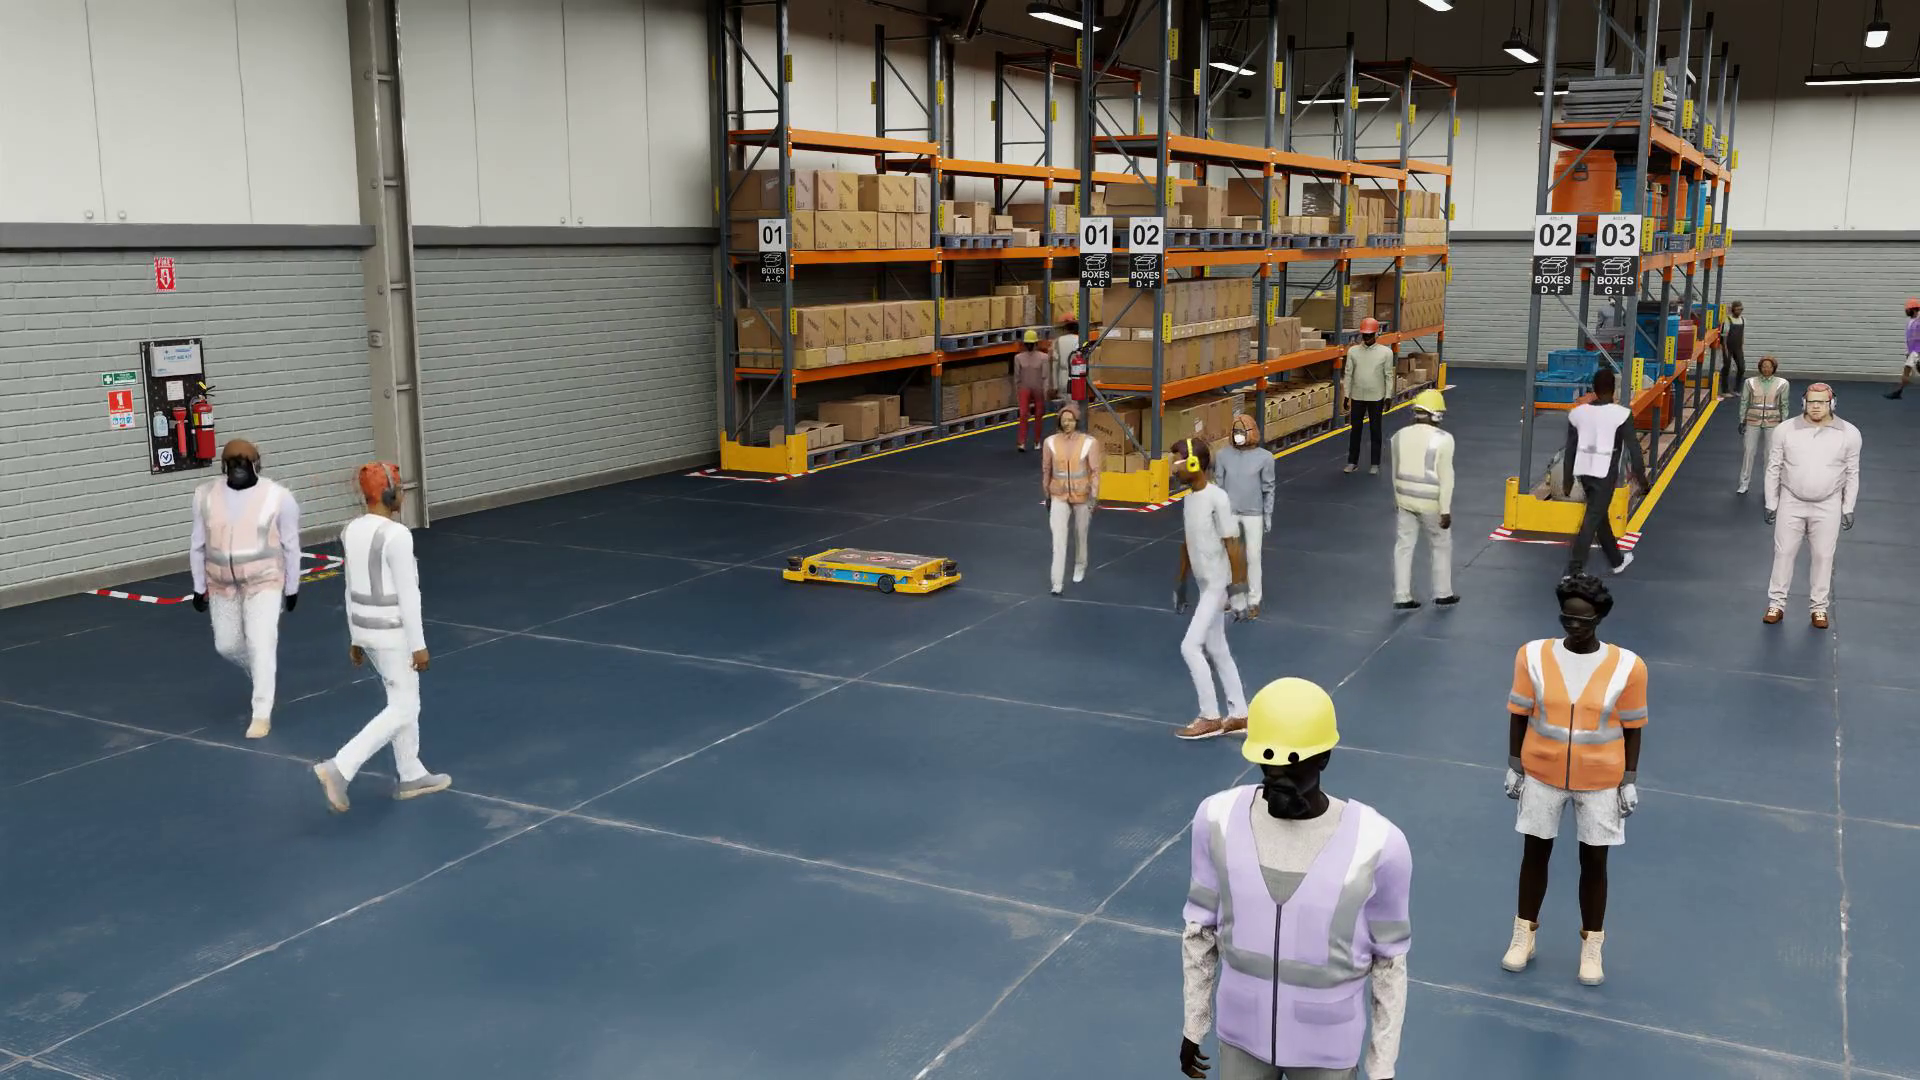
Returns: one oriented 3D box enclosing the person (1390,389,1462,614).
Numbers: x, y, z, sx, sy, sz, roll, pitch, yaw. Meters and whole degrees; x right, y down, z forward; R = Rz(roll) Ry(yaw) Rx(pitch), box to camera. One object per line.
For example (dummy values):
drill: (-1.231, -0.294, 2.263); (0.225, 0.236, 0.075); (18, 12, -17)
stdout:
person: (3.804, -0.315, 13.433); (0.759, 1.804, 0.627); (-8, 13, -39)

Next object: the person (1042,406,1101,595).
person: (0.962, -0.368, 14.322); (0.519, 1.594, 0.874); (2, 11, 11)

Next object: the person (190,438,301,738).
person: (-4.385, 0.260, 10.275); (0.632, 1.821, 0.737); (0, 10, -2)

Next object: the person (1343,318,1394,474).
person: (5.187, -1.829, 21.193); (0.622, 1.990, 0.398); (5, 12, 27)

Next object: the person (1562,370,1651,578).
person: (5.678, -0.556, 14.620); (1.039, 1.849, 0.626); (-6, 12, -30)

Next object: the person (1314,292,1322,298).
person: (7.906, -4.598, 36.857); (0.600, 1.799, 0.910); (4, 11, 21)

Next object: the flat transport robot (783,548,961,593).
flat transport robot: (-0.771, 0.253, 14.536); (1.431, 0.197, 0.652); (5, 12, 27)

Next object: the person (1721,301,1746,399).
person: (14.388, -3.520, 30.864); (0.519, 1.819, 0.670); (-2, 11, -9)

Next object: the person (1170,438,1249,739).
person: (1.499, 0.295, 10.070); (0.639, 1.821, 0.514); (-2, 11, -11)

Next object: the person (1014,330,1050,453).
person: (1.008, -2.085, 23.355); (0.524, 1.710, 0.919); (2, 11, 8)

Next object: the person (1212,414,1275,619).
person: (2.243, -0.189, 13.228); (0.507, 1.632, 0.264); (5, 12, 27)

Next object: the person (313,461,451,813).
person: (-3.080, 0.515, 8.762); (0.577, 1.861, 0.732); (10, 14, 44)

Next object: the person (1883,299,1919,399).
person: (17.793, -3.534, 30.837); (1.040, 1.883, 0.554); (1, 10, 7)

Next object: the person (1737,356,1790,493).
person: (9.420, -1.344, 19.519); (0.522, 1.636, 0.309); (5, 12, 27)

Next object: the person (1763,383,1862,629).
person: (6.595, -0.267, 12.913); (0.651, 1.906, 0.403); (5, 12, 27)

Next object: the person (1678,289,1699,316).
person: (13.881, -3.862, 32.147); (0.657, 2.000, 0.706); (6, 12, 31)

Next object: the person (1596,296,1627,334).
person: (13.108, -4.045, 33.424); (0.635, 1.937, 0.354); (5, 12, 27)

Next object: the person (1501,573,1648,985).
person: (2.489, 0.963, 6.771); (0.540, 1.697, 0.317); (5, 12, 27)

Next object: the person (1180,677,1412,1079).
person: (0.855, 1.291, 4.359); (0.594, 1.925, 0.379); (5, 12, 27)

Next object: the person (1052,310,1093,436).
person: (1.500, -2.165, 22.981); (0.618, 2.017, 0.858); (9, 14, 41)
